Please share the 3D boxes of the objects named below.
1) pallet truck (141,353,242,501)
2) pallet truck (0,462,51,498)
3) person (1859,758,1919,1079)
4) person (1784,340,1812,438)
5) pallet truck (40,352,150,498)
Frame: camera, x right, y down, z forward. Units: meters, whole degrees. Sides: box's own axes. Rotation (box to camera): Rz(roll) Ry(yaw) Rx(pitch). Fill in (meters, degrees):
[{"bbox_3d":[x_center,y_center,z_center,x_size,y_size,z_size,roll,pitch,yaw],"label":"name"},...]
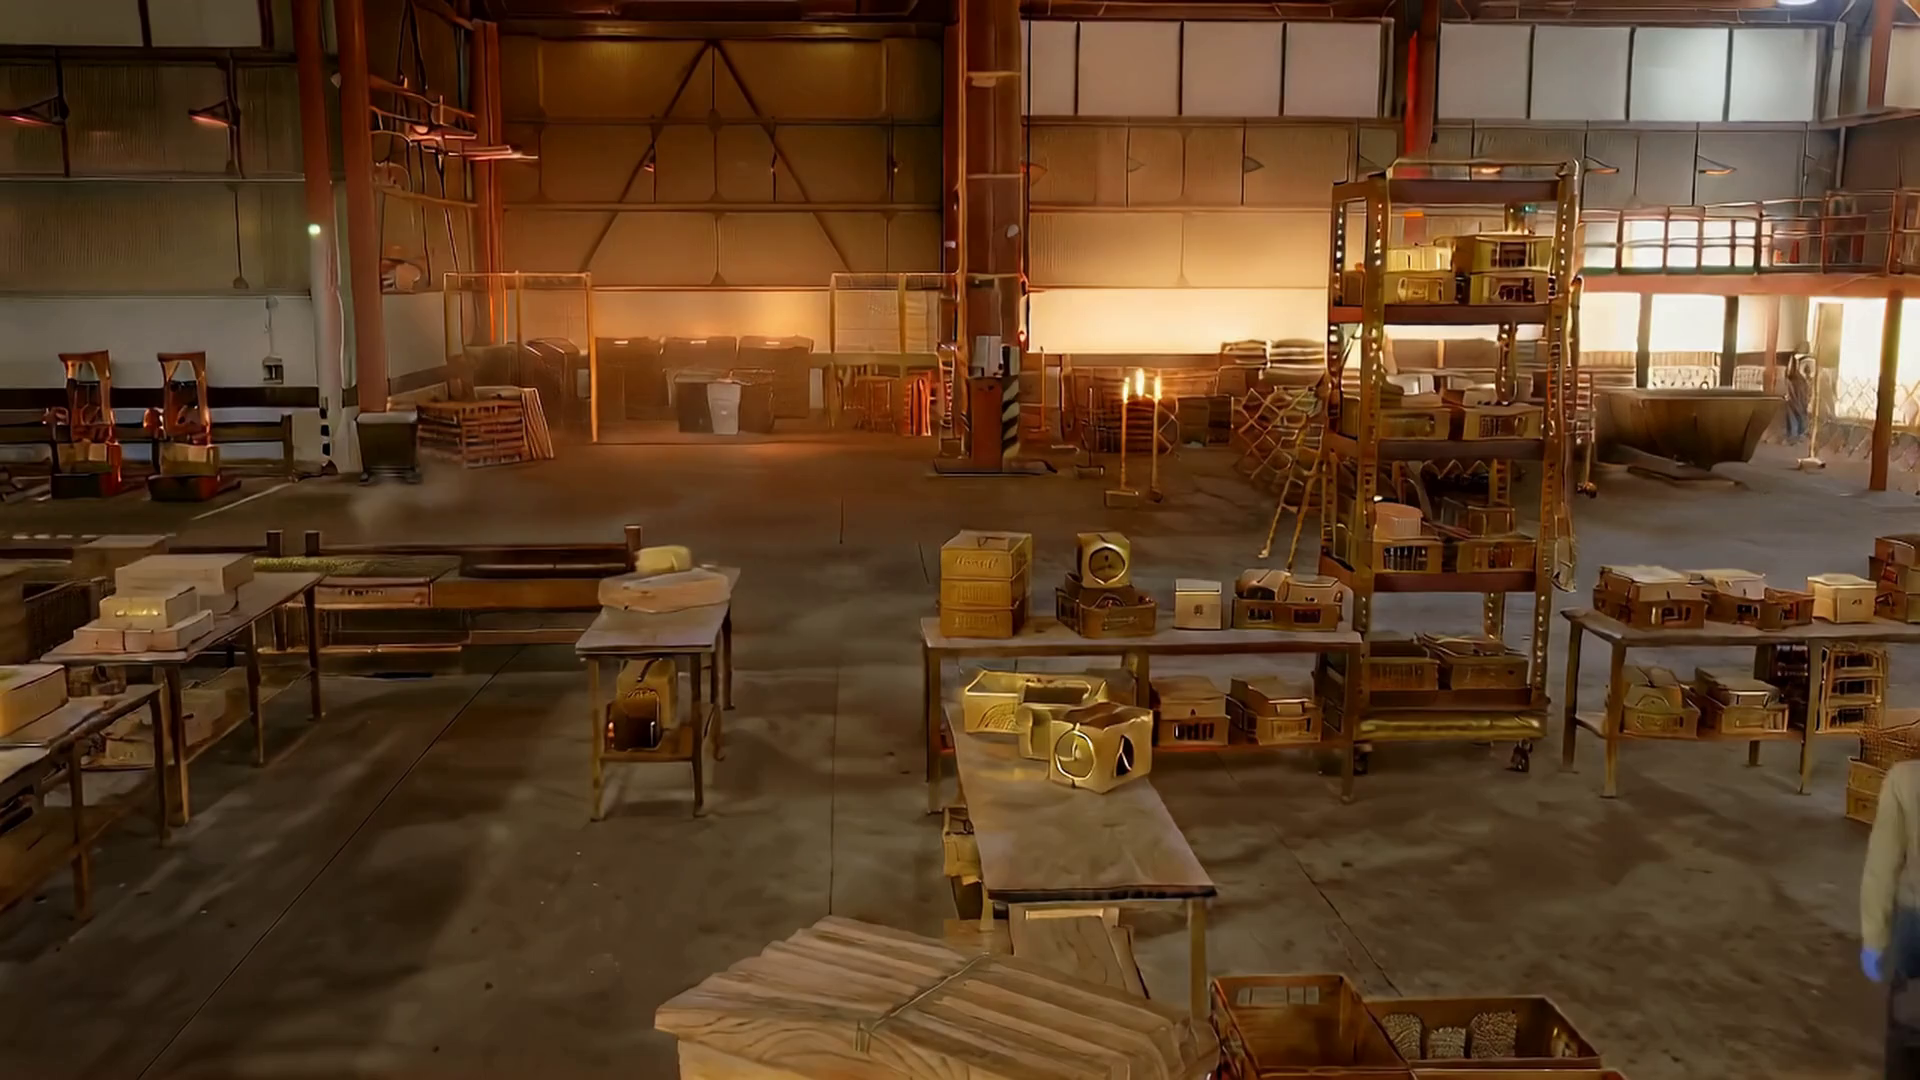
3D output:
[{"bbox_3d":[-10.520,-1.604,22.925,0.823,1.965,1.885,-1,9,-6],"label":"pallet truck"},{"bbox_3d":[-13.193,-1.293,23.148,0.653,1.274,1.630,-1,9,-4],"label":"pallet truck"},{"bbox_3d":[3.229,1.288,5.345,0.599,1.812,0.661,3,10,18],"label":"person"},{"bbox_3d":[15.649,-2.813,31.016,0.344,1.839,0.505,-5,10,-27],"label":"person"},{"bbox_3d":[-11.907,-1.642,23.165,0.823,1.965,1.885,0,9,0],"label":"pallet truck"}]
